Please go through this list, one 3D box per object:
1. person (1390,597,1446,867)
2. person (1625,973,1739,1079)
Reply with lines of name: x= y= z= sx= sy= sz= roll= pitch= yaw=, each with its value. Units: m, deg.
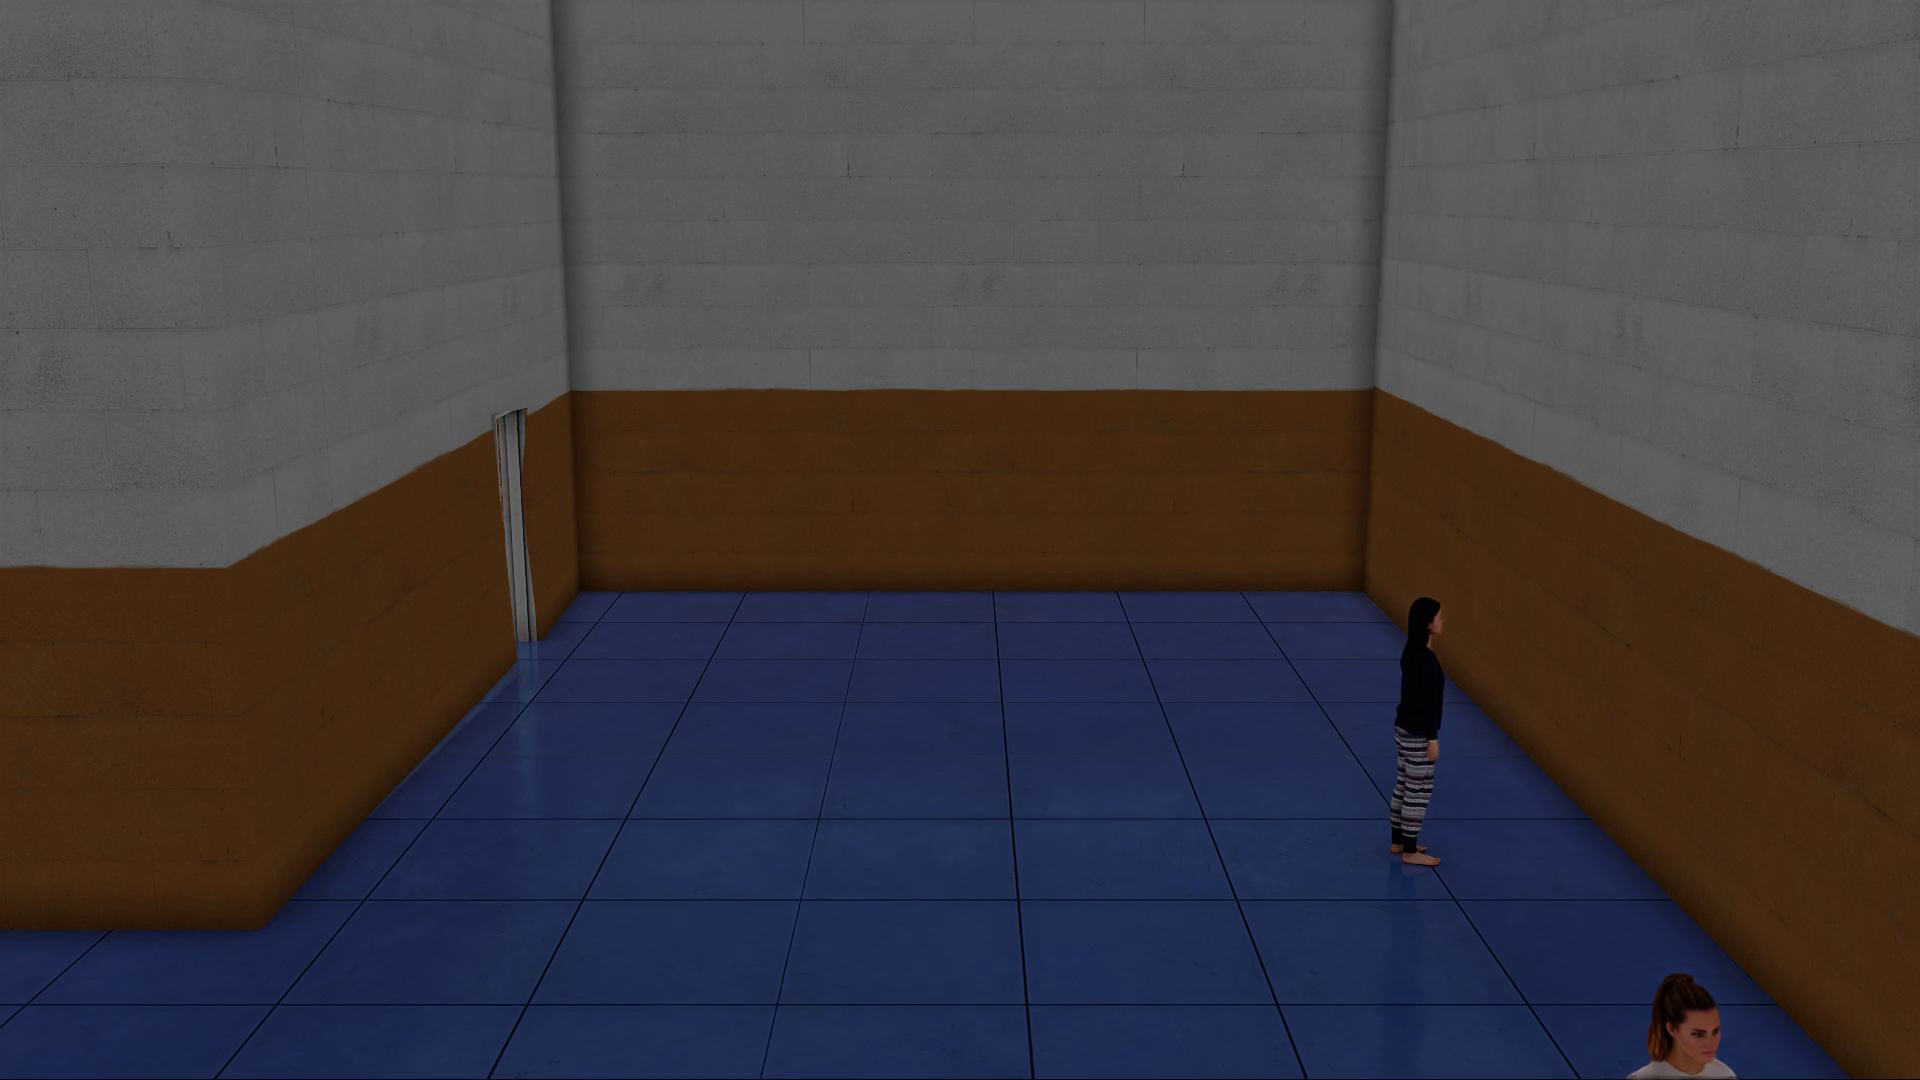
person: x=2.922 y=1.208 z=10.648 sx=0.509 sy=1.734 sz=0.603 roll=-1 pitch=12 yaw=-2
person: x=2.372 y=2.283 z=5.577 sx=0.562 sy=1.719 sz=0.725 roll=-3 pitch=12 yaw=-16
